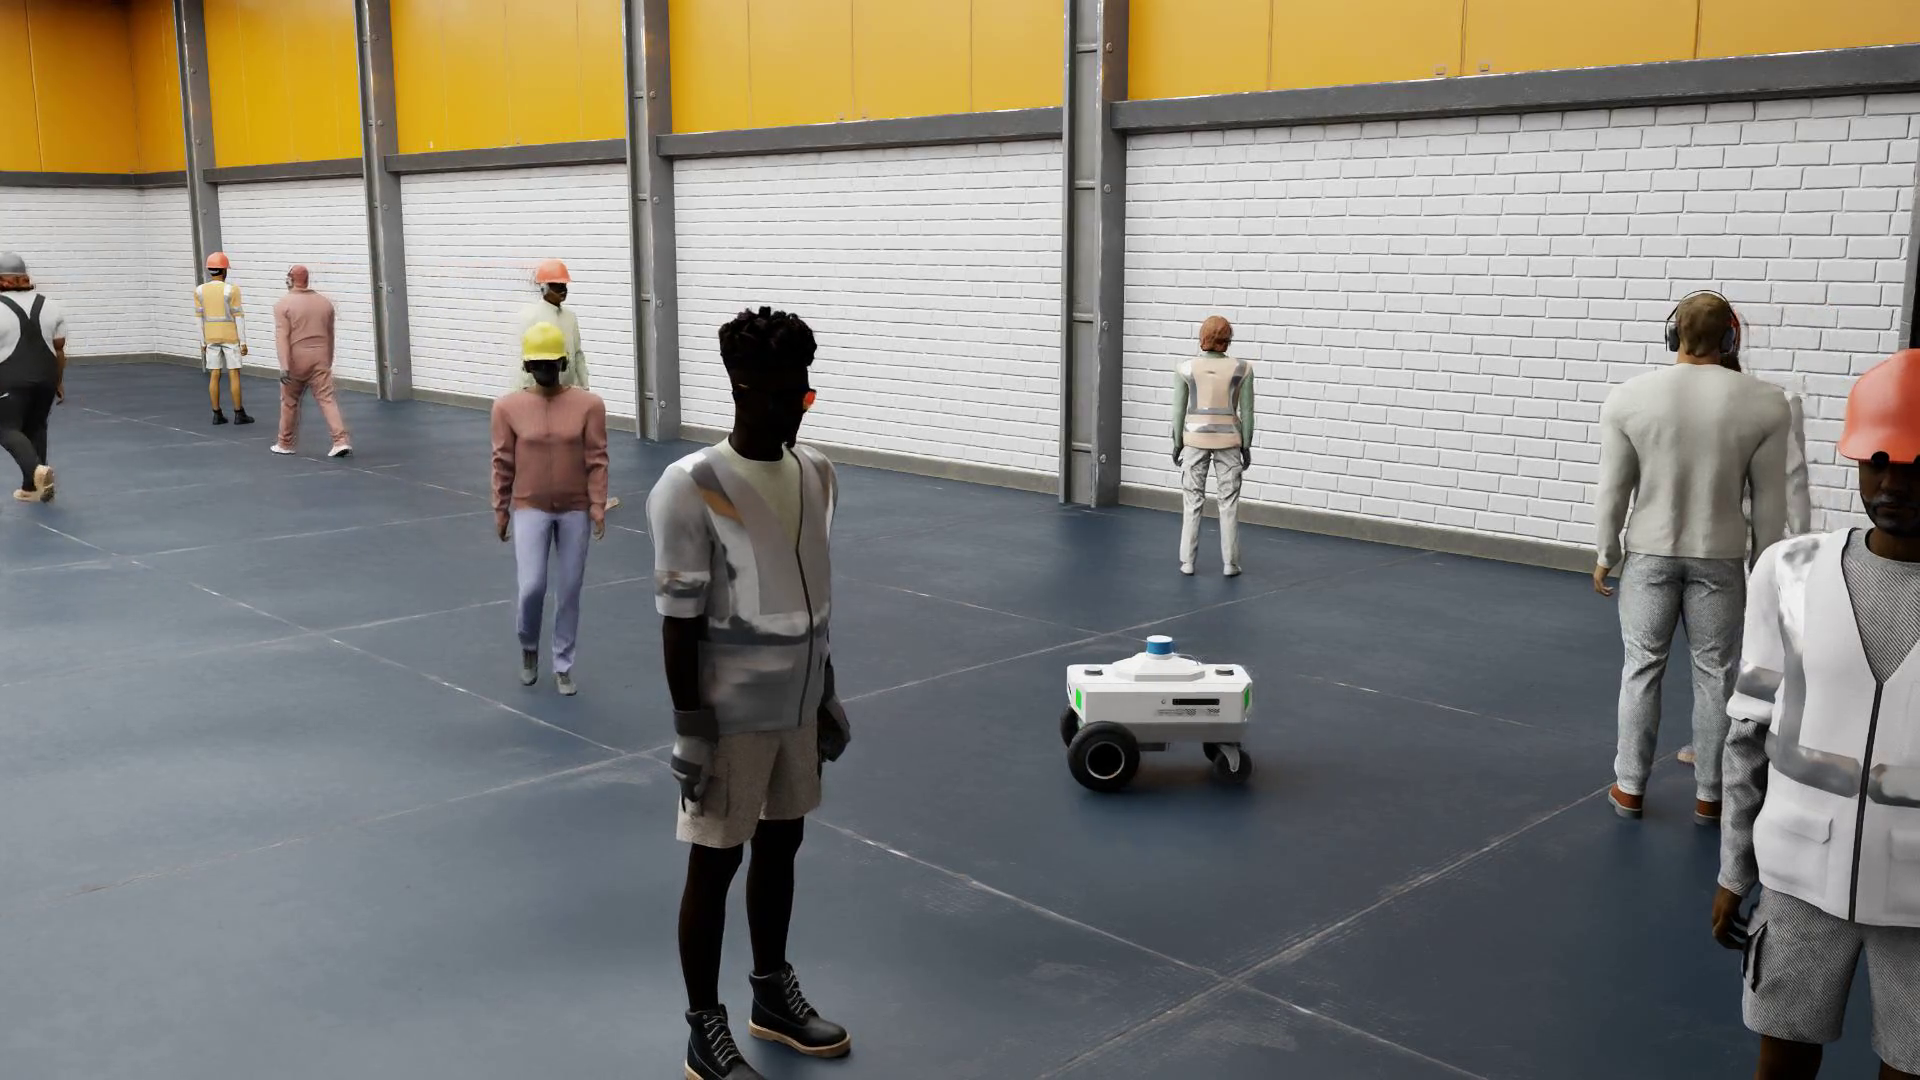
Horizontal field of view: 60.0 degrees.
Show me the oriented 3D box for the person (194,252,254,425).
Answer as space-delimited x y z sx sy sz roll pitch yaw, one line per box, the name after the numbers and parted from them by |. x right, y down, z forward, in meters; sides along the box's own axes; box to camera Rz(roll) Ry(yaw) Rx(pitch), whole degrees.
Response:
-8.314 -2.266 18.775 0.543 1.939 0.362 0 10 3 | person

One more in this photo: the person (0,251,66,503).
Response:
-7.371 -1.278 13.112 0.781 2.000 0.691 7 12 32 | person

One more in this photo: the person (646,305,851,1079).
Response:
-0.503 0.401 4.164 0.373 1.964 0.608 7 13 35 | person

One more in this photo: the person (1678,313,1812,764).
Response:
3.087 0.016 6.601 0.372 1.844 0.713 -9 14 -41 | person

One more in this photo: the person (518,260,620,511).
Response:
-3.105 -1.186 12.893 1.014 1.940 0.637 4 11 21 | person

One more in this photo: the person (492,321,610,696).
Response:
-1.876 -0.131 7.673 0.521 1.747 0.377 -3 11 -18 | person

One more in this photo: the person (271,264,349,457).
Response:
-6.303 -1.720 16.045 1.012 1.860 0.666 8 13 36 | person

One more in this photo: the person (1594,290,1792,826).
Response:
2.629 0.072 6.033 0.636 1.936 0.354 4 11 21 | person

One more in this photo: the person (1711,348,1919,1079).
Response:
1.651 0.625 3.018 0.544 1.939 0.355 8 13 38 | person

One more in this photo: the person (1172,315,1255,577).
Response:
1.579 -0.578 10.397 0.514 1.640 0.309 2 11 12 | person

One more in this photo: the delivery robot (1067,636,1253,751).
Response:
0.784 0.621 6.555 0.707 0.478 0.477 0 10 -1 | delivery robot
